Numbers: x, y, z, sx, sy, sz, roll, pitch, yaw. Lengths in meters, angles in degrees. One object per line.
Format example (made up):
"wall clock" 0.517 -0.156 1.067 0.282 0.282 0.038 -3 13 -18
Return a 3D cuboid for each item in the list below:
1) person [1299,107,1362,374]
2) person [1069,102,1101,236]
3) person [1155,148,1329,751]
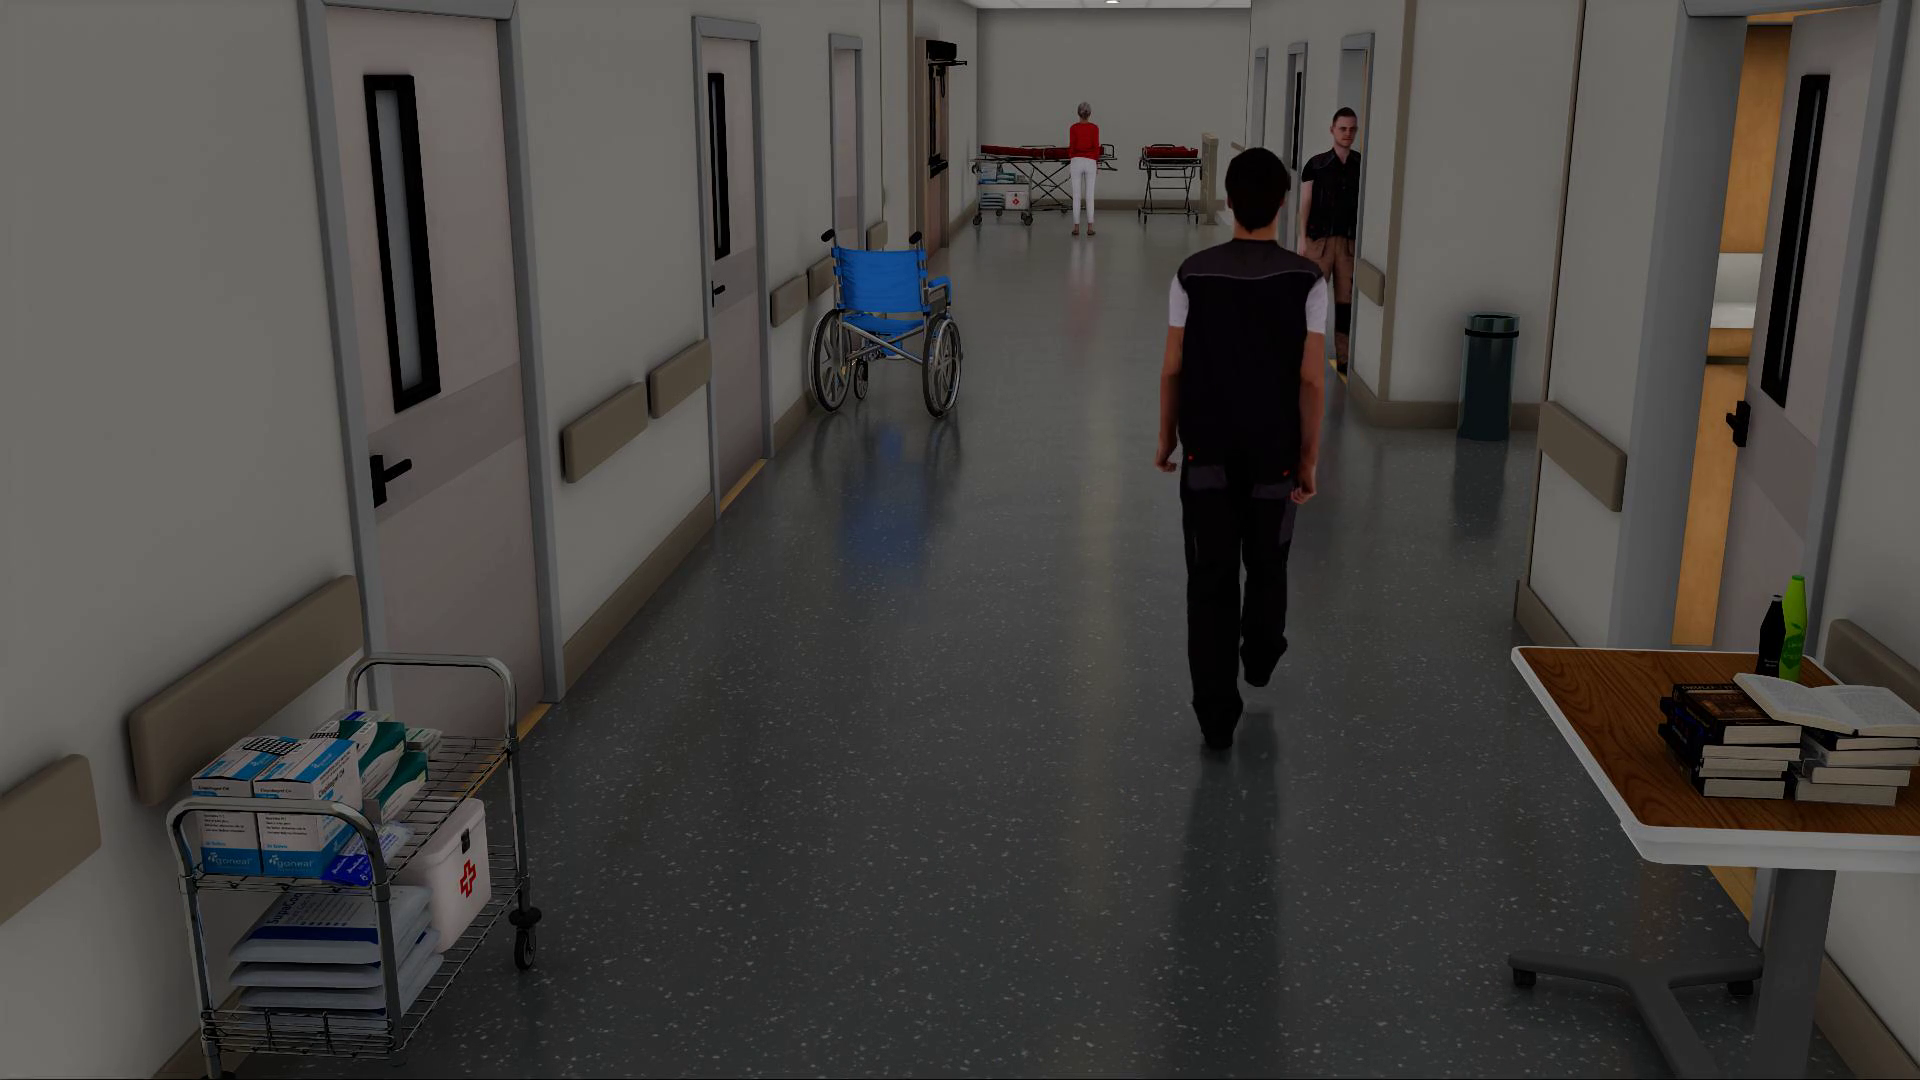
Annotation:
"person" 2.612 -2.080 11.613 0.675 1.840 0.586 0 16 2
"person" 1.610 -4.843 21.679 0.556 1.694 0.539 1 16 2
"person" 0.863 -0.240 5.122 0.672 1.820 1.046 2 16 7
